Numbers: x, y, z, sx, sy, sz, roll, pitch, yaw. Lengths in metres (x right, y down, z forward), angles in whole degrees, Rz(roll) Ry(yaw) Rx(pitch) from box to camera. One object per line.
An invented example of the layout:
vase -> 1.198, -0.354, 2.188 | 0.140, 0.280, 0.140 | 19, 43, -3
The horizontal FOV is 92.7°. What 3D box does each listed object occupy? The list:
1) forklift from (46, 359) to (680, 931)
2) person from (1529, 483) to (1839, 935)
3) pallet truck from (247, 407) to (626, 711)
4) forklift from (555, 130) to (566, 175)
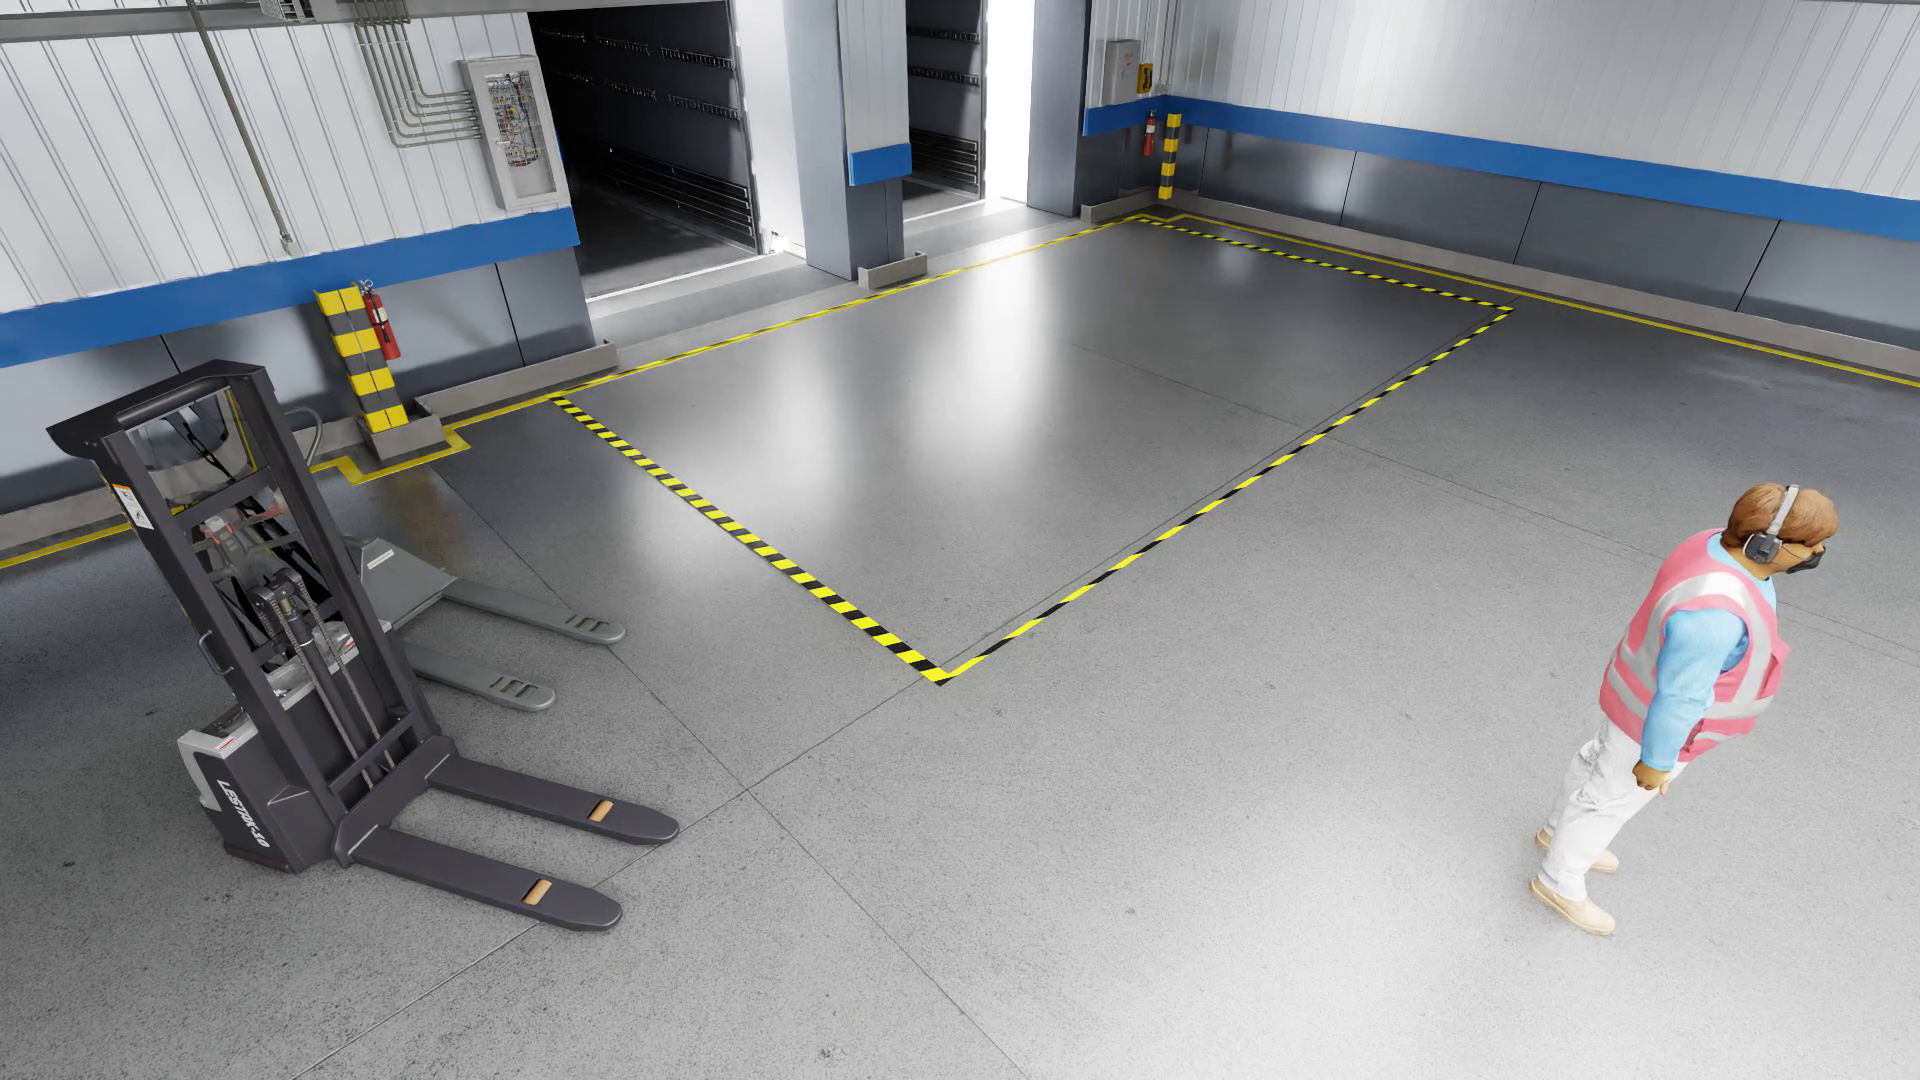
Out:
forklift -> -2.135, 0.422, 3.354 | 1.885, 1.965, 0.823 | 10, 35, 14
person -> 2.470, 0.613, 3.209 | 0.430, 1.845, 0.619 | 22, 40, 29
pallet truck -> -2.628, 0.038, 4.590 | 1.601, 1.201, 0.680 | 12, 36, 18
forklift -> -6.297, -5.704, 12.043 | 1.157, 2.036, 2.680 | -26, 42, -33
